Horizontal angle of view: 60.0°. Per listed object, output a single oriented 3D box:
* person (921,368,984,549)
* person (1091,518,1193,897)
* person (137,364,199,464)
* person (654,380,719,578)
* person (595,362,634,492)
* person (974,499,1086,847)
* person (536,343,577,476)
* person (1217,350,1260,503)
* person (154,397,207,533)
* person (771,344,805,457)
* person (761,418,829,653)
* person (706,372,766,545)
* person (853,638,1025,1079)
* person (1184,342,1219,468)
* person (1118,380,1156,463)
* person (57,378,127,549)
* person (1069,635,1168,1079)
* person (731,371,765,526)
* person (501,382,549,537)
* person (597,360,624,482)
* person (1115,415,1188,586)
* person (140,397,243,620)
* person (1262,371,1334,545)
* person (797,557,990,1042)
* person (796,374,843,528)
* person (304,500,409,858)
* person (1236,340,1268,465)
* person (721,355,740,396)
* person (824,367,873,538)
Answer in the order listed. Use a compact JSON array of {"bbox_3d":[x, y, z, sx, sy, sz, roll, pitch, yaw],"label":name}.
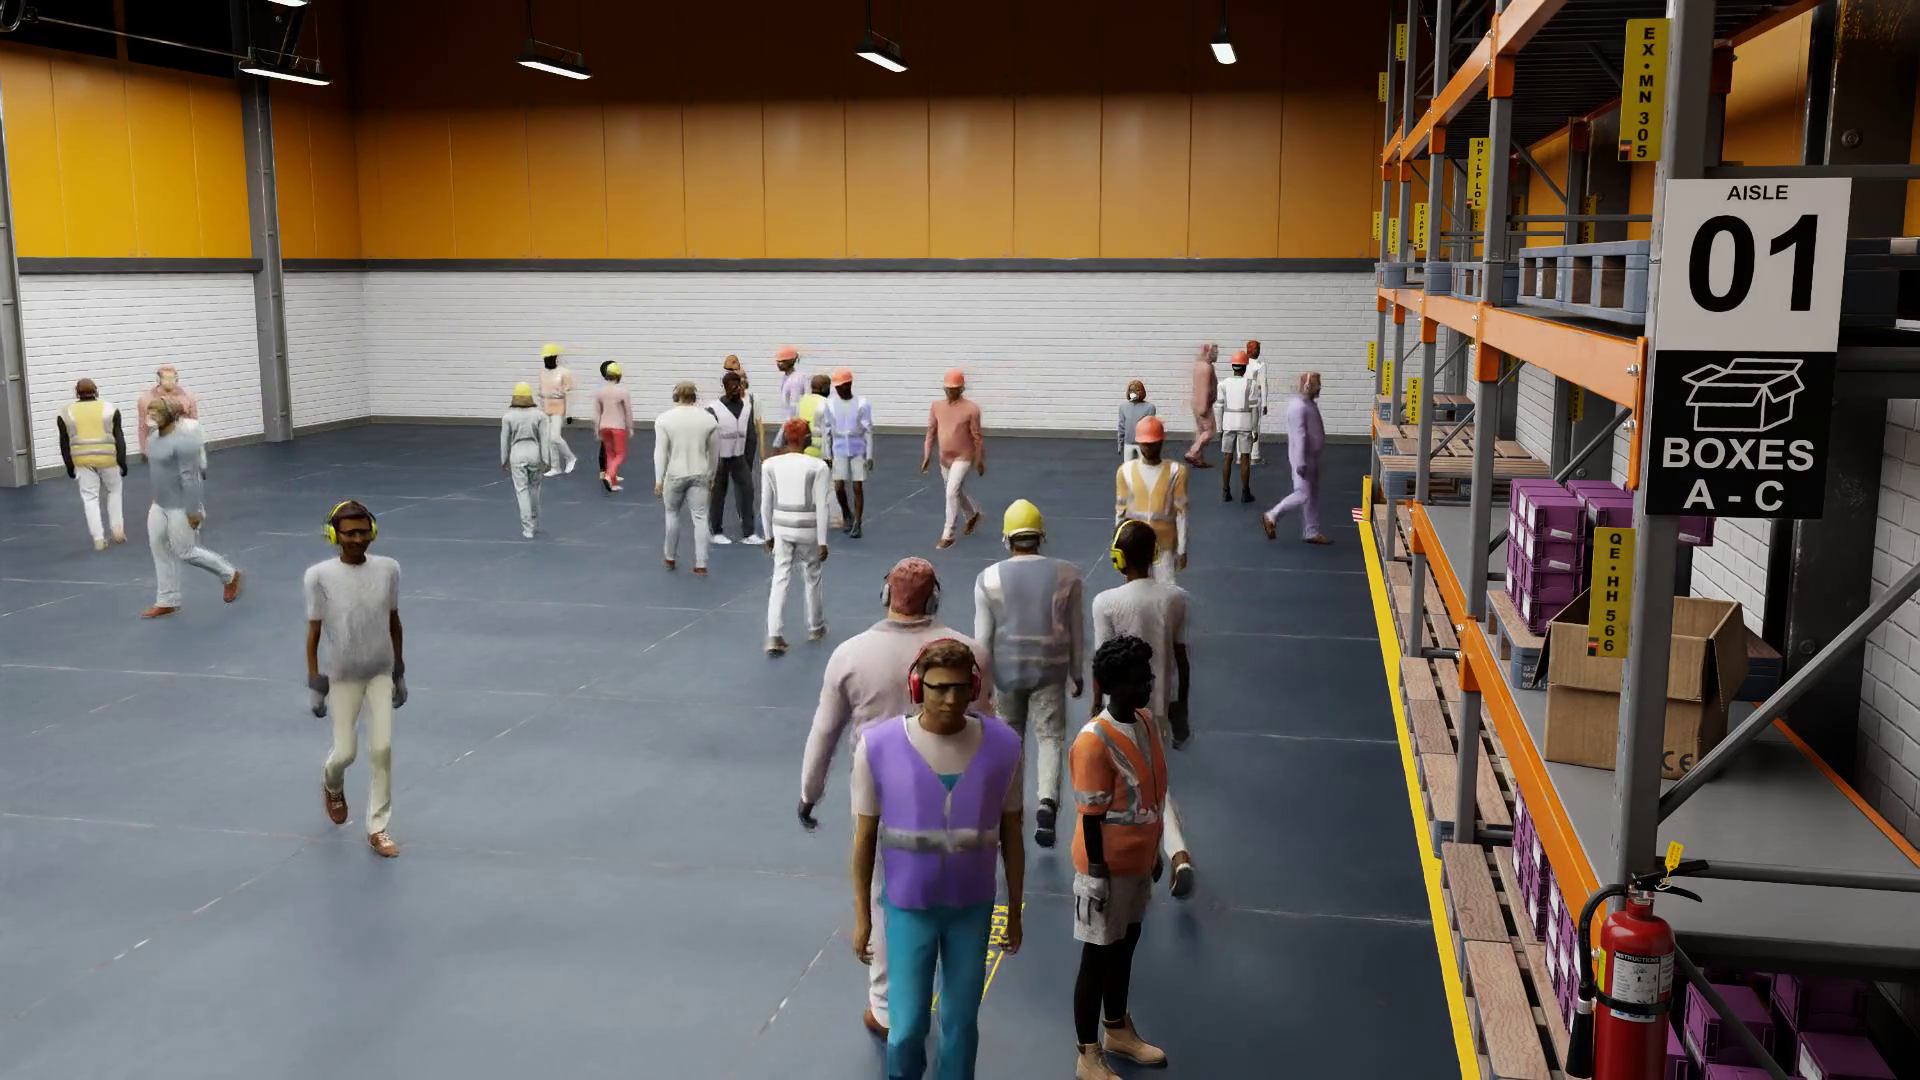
[{"bbox_3d":[0.008,-0.913,18.083,0.636,1.951,1.006,6,11,34],"label":"person"},{"bbox_3d":[0.853,0.825,7.824,0.494,1.851,0.498,-4,10,-24],"label":"person"},{"bbox_3d":[-9.192,-1.107,19.345,0.648,1.891,0.716,-6,11,-34],"label":"person"},{"bbox_3d":[-2.708,-0.613,16.338,0.690,1.895,0.939,-4,10,-23],"label":"person"},{"bbox_3d":[-4.603,-1.471,21.970,0.554,1.744,0.599,3,10,17],"label":"person"},{"bbox_3d":[0.368,0.694,8.747,0.596,1.804,0.778,0,9,2],"label":"person"},{"bbox_3d":[-5.798,-1.851,23.758,0.596,1.911,0.436,7,11,35],"label":"person"},{"bbox_3d":[3.550,-1.443,21.215,0.545,1.938,0.355,4,10,24],"label":"person"},{"bbox_3d":[-8.502,-0.780,18.231,0.528,1.611,0.657,-2,10,-9],"label":"person"},{"bbox_3d":[-2.167,-1.449,20.972,0.518,2.024,0.628,-3,10,-19],"label":"person"},{"bbox_3d":[-1.309,-0.045,13.115,0.591,1.839,0.970,3,10,15],"label":"person"},{"bbox_3d":[-2.404,-0.862,17.875,0.839,1.880,0.643,8,12,41],"label":"person"},{"bbox_3d":[-0.065,1.214,5.507,0.589,1.835,0.435,-2,10,-15],"label":"person"},{"bbox_3d":[3.622,-1.981,24.620,0.417,1.887,0.685,0,9,-2],"label":"person"},{"bbox_3d":[2.168,-1.156,20.434,0.494,1.624,0.279,5,11,28],"label":"person"},{"bbox_3d":[-9.307,-0.834,17.909,0.642,1.814,0.756,-4,10,-21],"label":"person"},{"bbox_3d":[0.591,1.181,6.133,0.318,1.697,0.535,6,11,31],"label":"person"},{"bbox_3d":[-2.558,-1.086,19.509,0.527,1.794,0.955,-3,10,-17],"label":"person"},{"bbox_3d":[-4.909,-0.915,18.706,0.508,1.701,0.849,-4,10,-23],"label":"person"},{"bbox_3d":[-4.903,-1.656,23.223,0.317,1.695,0.540,-5,11,-27],"label":"person"},{"bbox_3d":[1.449,0.004,12.558,0.552,1.919,0.651,2,10,13],"label":"person"},{"bbox_3d":[-6.716,-0.294,14.381,0.634,1.915,0.787,7,12,36],"label":"person"},{"bbox_3d":[3.694,-0.886,17.990,0.686,1.889,0.660,4,10,25],"label":"person"},{"bbox_3d":[-0.265,0.999,6.687,0.788,1.864,0.801,-1,10,-9],"label":"person"},{"bbox_3d":[-1.680,-0.994,18.954,0.629,1.806,0.923,9,13,44],"label":"person"},{"bbox_3d":[-3.139,0.692,8.640,0.513,1.850,0.671,-7,12,-37],"label":"person"},{"bbox_3d":[4.407,-2.078,25.204,0.583,1.882,0.337,9,13,43],"label":"person"},{"bbox_3d":[-3.524,-2.060,25.839,0.280,1.636,0.501,-7,12,-37],"label":"person"},{"bbox_3d":[-1.225,-0.963,18.407,0.566,1.910,0.400,1,9,4],"label":"person"}]
